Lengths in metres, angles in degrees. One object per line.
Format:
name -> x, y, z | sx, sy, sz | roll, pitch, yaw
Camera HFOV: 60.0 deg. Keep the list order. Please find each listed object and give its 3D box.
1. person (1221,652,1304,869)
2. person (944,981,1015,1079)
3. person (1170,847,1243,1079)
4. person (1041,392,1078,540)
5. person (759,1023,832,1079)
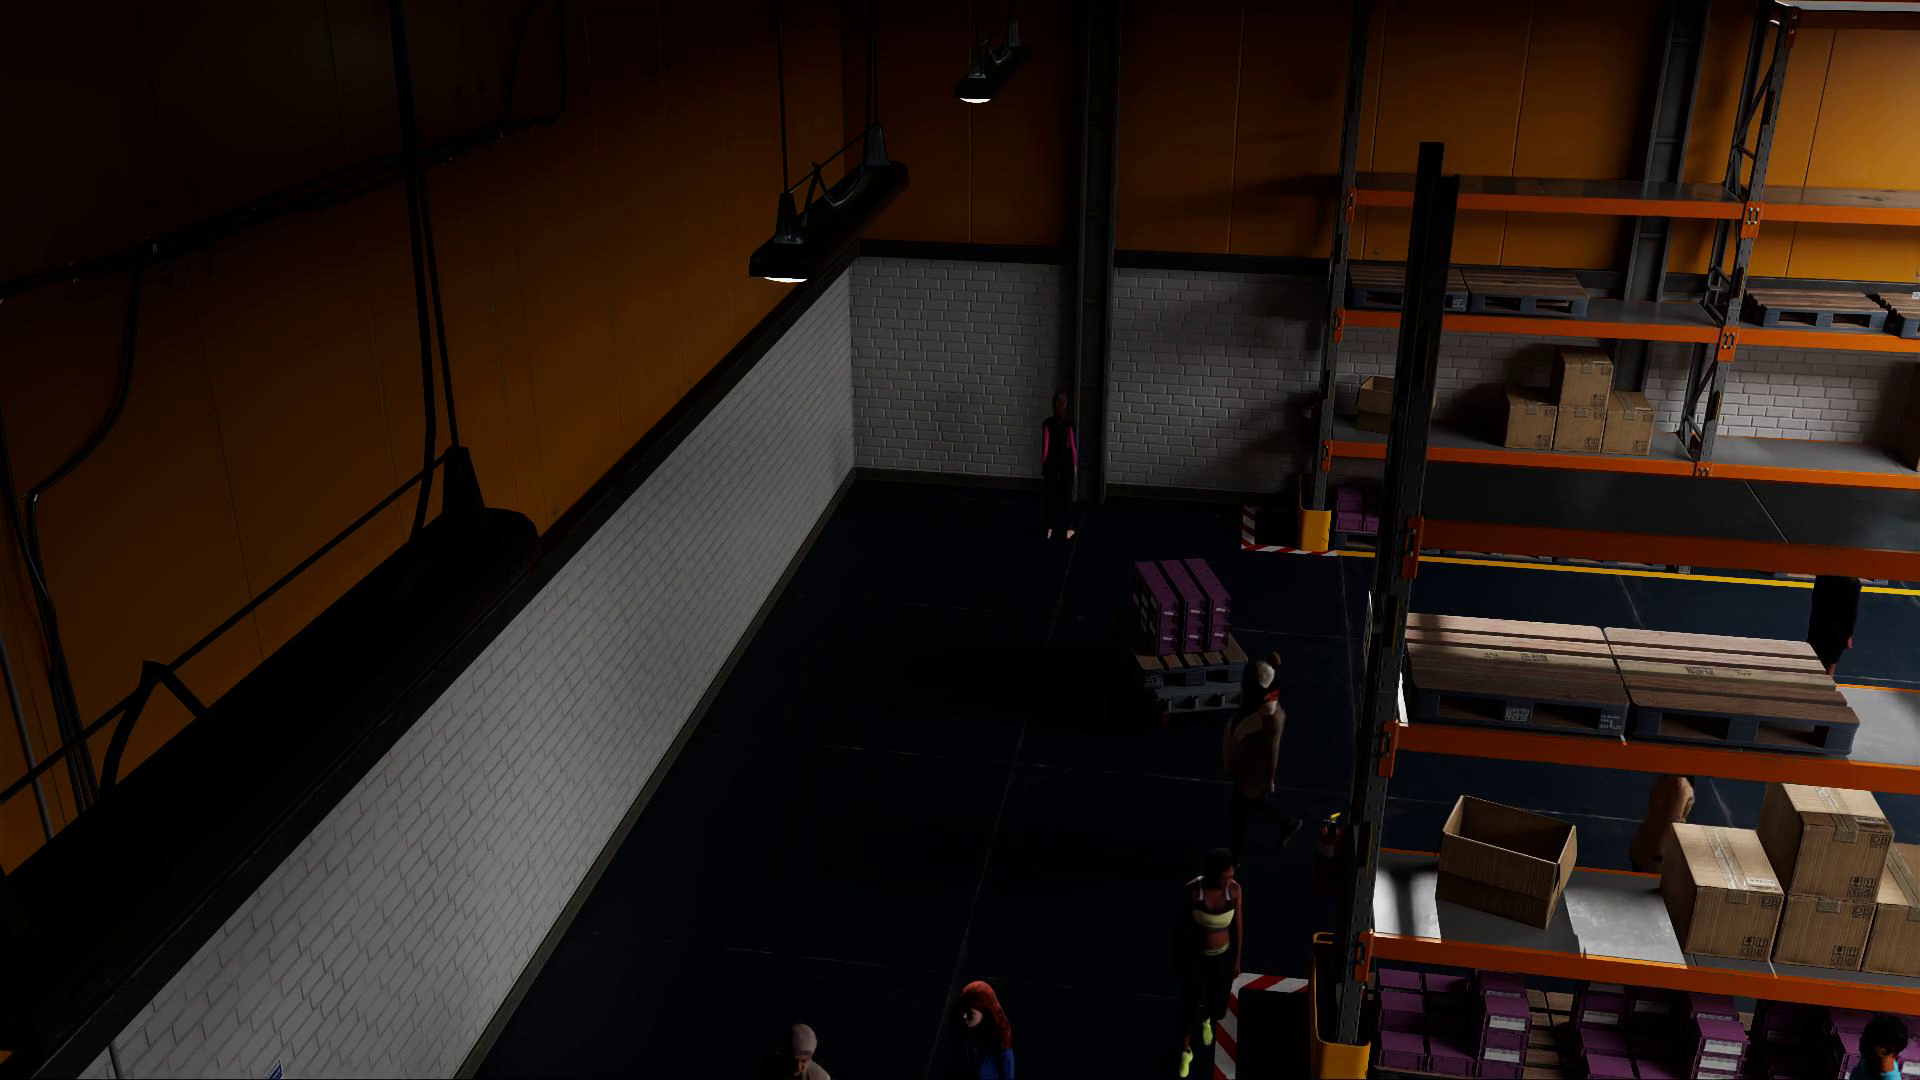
person -> 2.369, 1.702, 12.979 | 1.206, 1.868, 0.950 | -5, 24, -11
person -> 0.110, 3.267, 9.448 | 0.661, 1.828, 0.769 | 18, 29, 35
person -> 1.623, 2.687, 10.886 | 0.650, 1.739, 0.694 | 3, 24, 7
person -> 1.125, -0.851, 18.967 | 0.503, 1.749, 0.623 | 3, 24, 6
person -> -0.875, 3.367, 9.346 | 0.880, 1.727, 0.866 | 14, 27, 29
